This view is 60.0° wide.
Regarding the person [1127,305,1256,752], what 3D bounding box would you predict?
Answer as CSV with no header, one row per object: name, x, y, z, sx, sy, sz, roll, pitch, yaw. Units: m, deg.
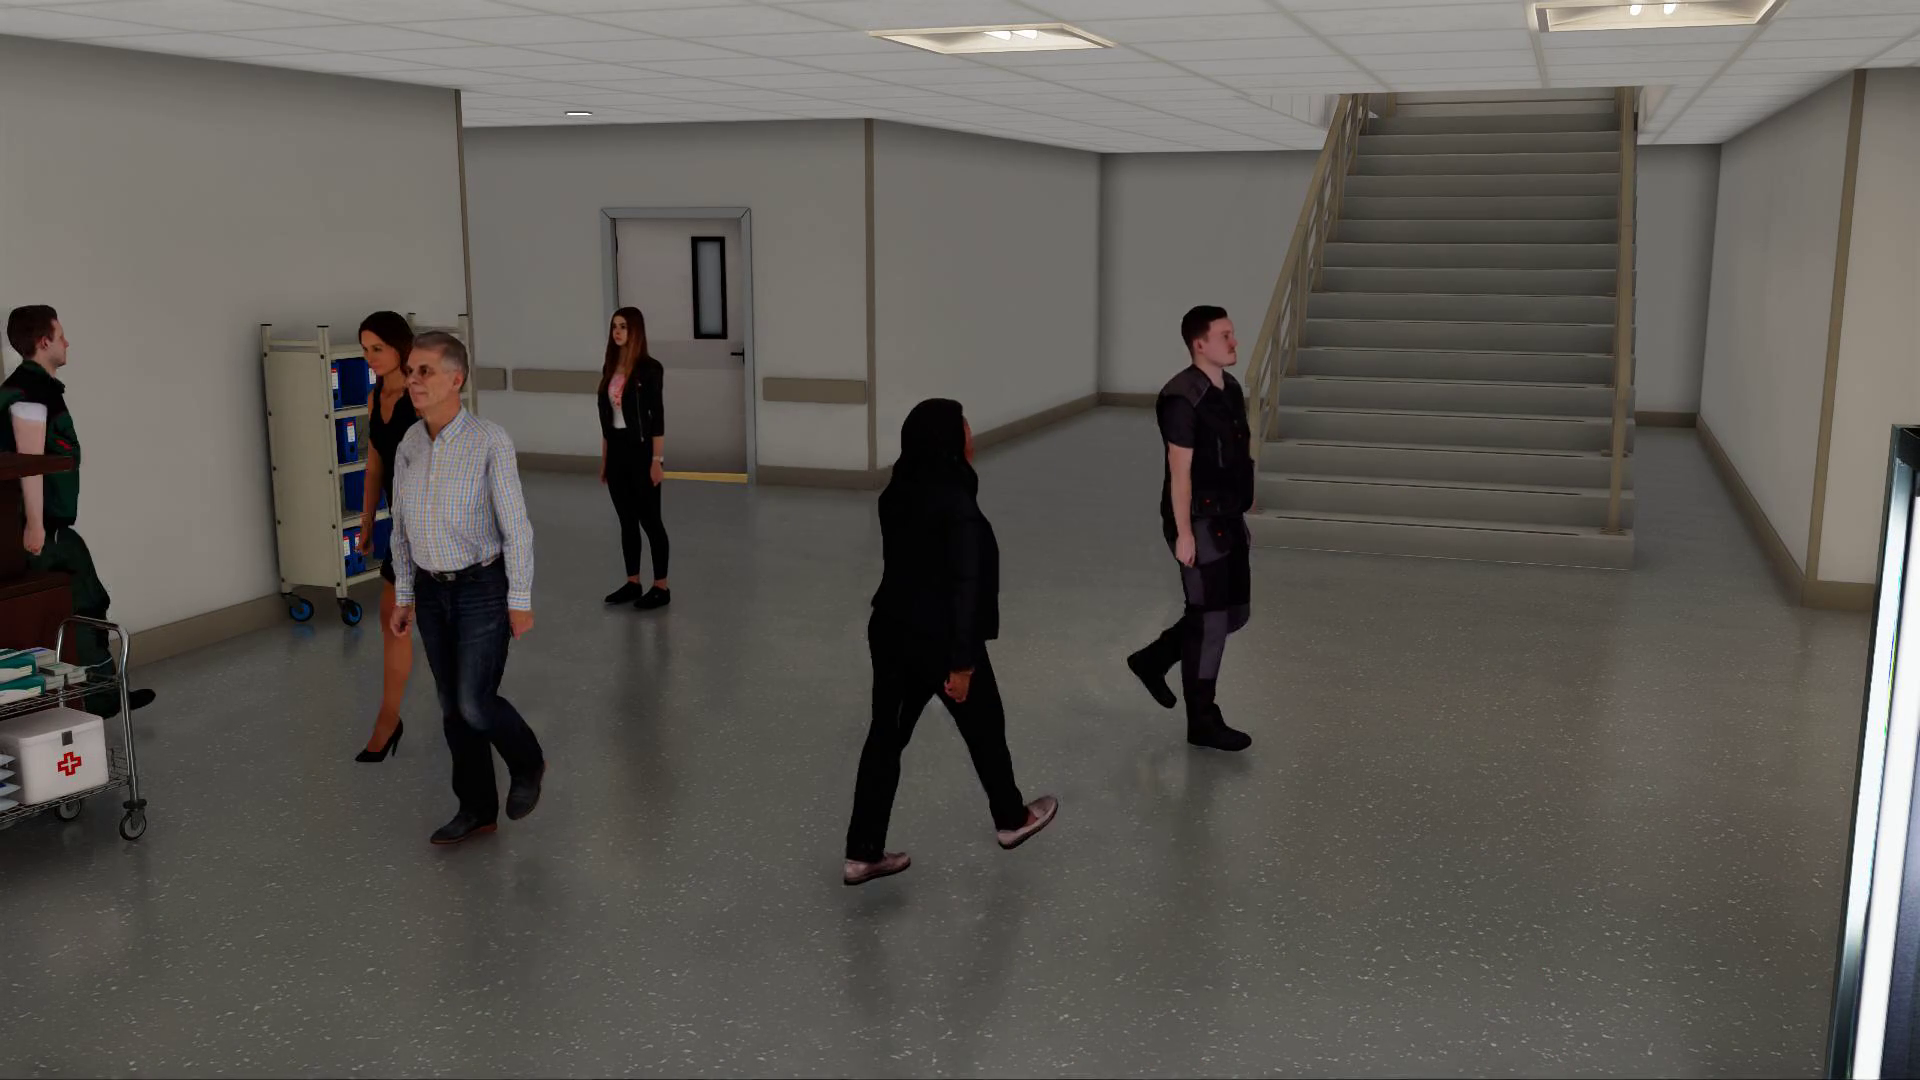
person,0.957,-0.054,6.945,0.908,1.833,0.903,7,13,32

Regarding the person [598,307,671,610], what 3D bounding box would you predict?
person,-1.843,-0.477,9.502,0.651,1.709,0.614,8,13,35

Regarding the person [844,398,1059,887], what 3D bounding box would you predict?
person,-0.162,0.373,5.399,1.199,1.568,1.007,-9,14,-40

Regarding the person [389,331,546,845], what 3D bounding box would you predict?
person,-1.693,0.168,5.849,0.683,1.804,0.736,5,12,25

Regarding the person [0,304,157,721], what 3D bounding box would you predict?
person,-4.010,-0.060,7.045,1.233,1.806,1.054,-8,13,-36
